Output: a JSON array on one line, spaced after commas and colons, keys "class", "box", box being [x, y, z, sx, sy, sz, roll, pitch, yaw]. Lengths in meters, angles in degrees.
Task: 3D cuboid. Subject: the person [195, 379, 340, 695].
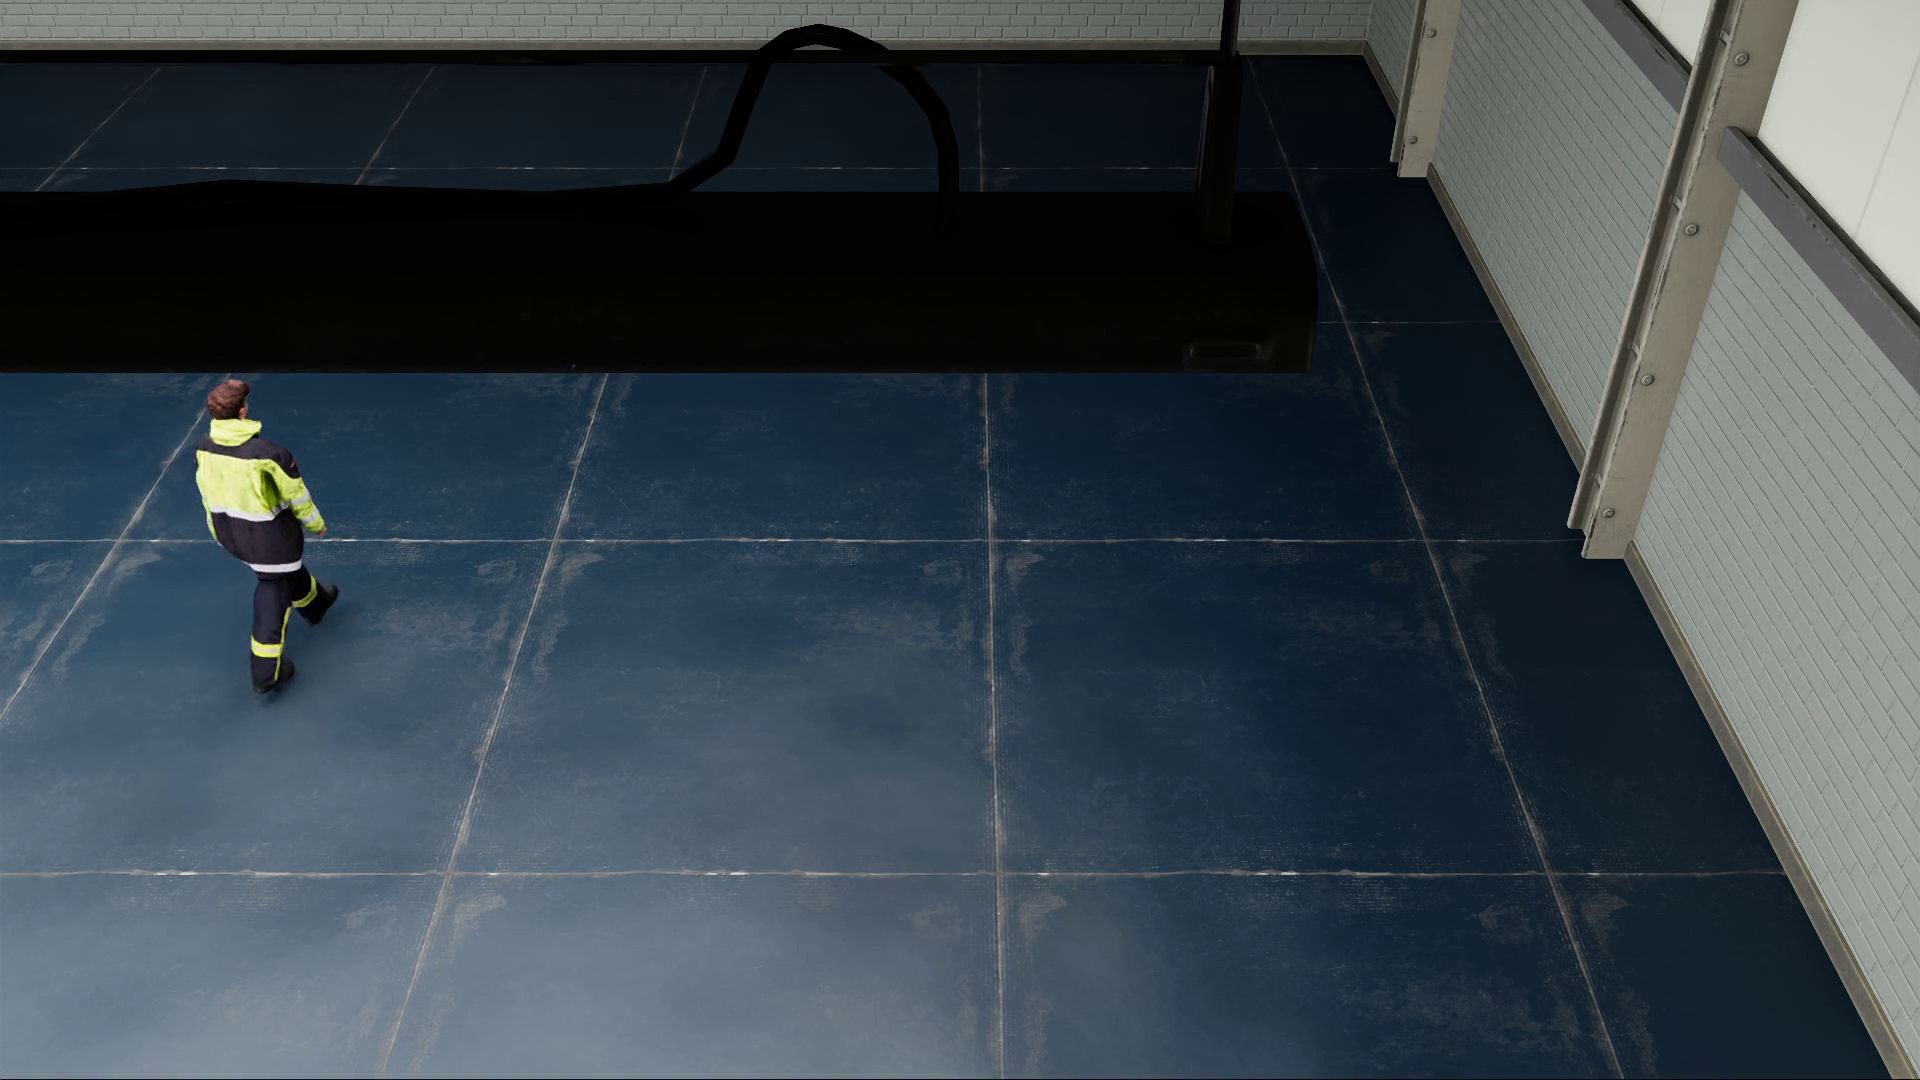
[{"class": "person", "box": [-4.174, 0.014, 9.834, 1.022, 1.928, 1.350, 10, 38, 13]}]
